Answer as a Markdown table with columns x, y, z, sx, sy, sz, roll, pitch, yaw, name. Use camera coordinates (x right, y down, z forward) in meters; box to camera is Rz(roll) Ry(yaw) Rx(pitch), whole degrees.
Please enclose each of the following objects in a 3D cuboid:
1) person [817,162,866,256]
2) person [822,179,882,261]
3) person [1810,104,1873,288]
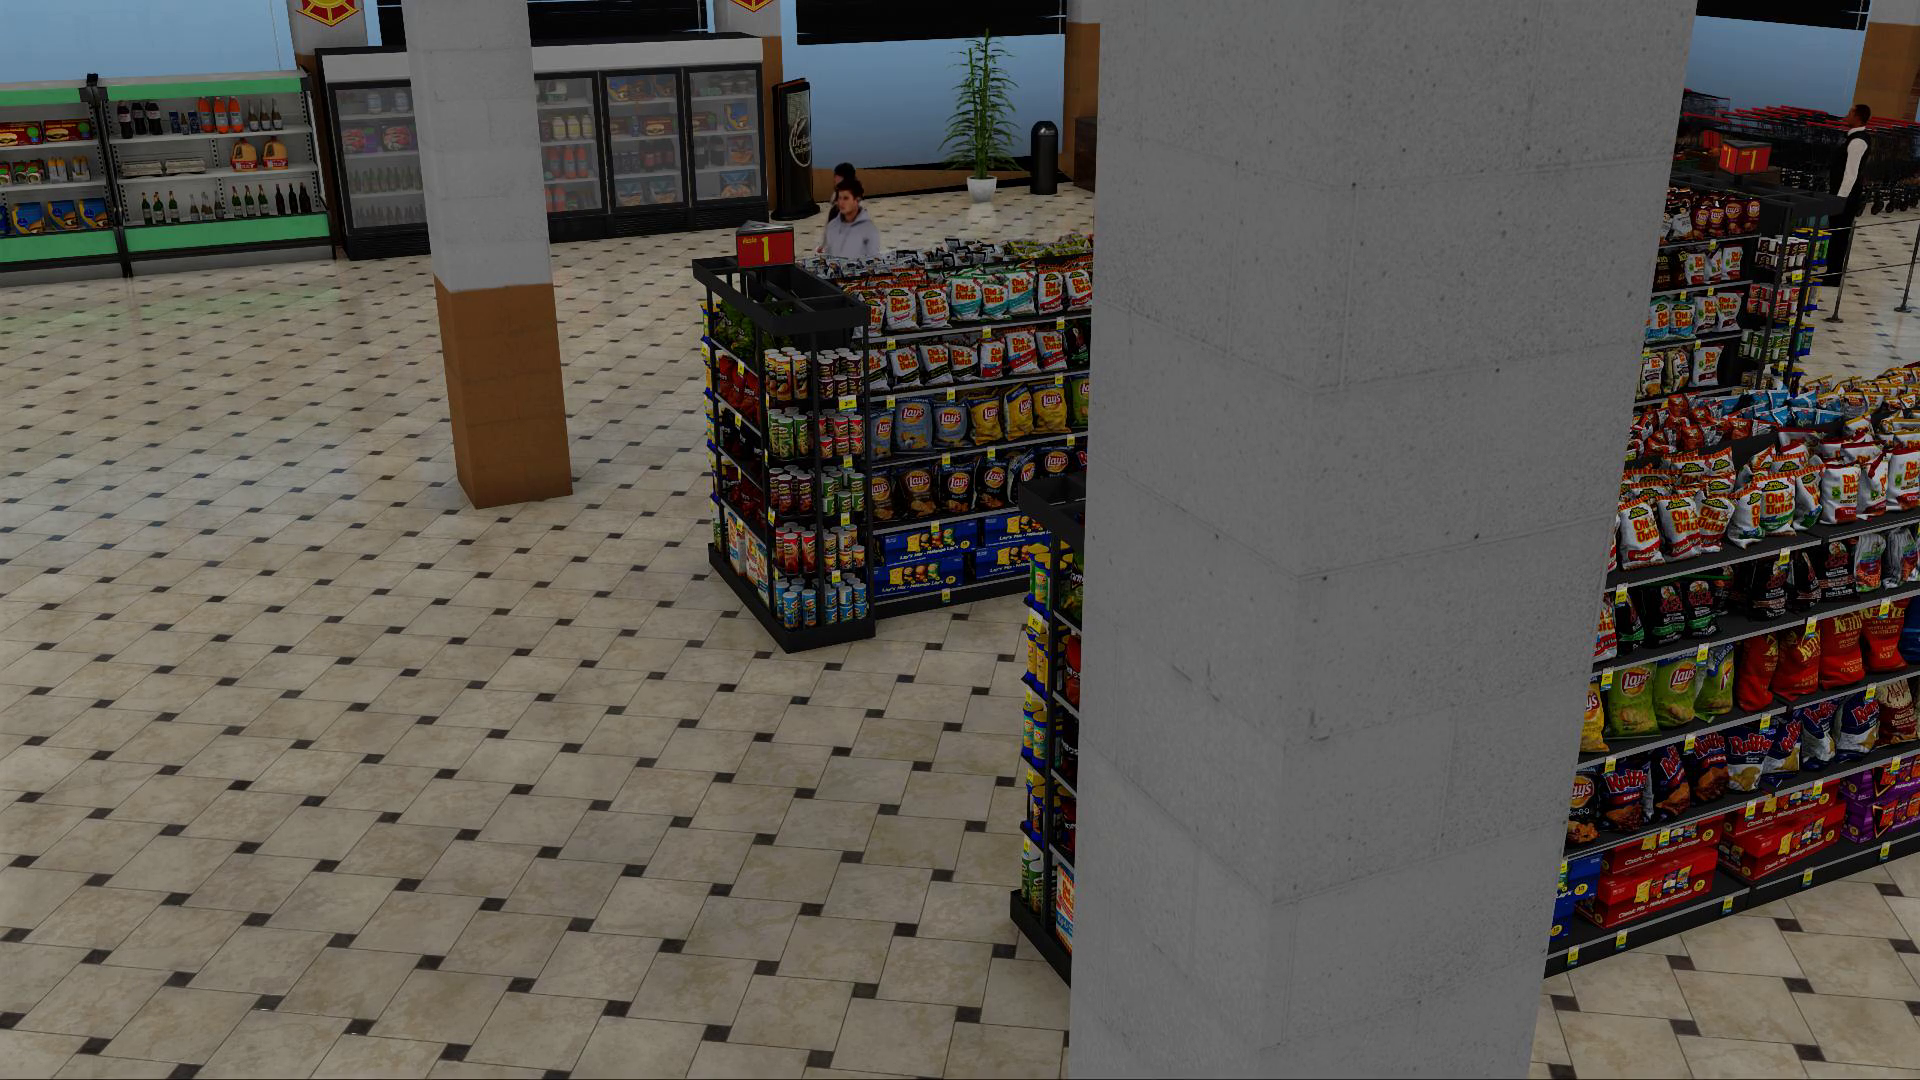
| x | y | z | sx | sy | sz | roll | pitch | yaw | name |
| --- | --- | --- | --- | --- | --- | --- | --- | --- | --- |
| -1.032 | -2.832 | 16.132 | 1.136 | 1.595 | 0.803 | -17 | 27 | -36 | person |
| -0.842 | -2.008 | 13.652 | 0.941 | 1.915 | 1.030 | 12 | 25 | 27 | person |
| 9.507 | -3.698 | 17.853 | 0.839 | 1.919 | 0.735 | 12 | 25 | 27 | person |
